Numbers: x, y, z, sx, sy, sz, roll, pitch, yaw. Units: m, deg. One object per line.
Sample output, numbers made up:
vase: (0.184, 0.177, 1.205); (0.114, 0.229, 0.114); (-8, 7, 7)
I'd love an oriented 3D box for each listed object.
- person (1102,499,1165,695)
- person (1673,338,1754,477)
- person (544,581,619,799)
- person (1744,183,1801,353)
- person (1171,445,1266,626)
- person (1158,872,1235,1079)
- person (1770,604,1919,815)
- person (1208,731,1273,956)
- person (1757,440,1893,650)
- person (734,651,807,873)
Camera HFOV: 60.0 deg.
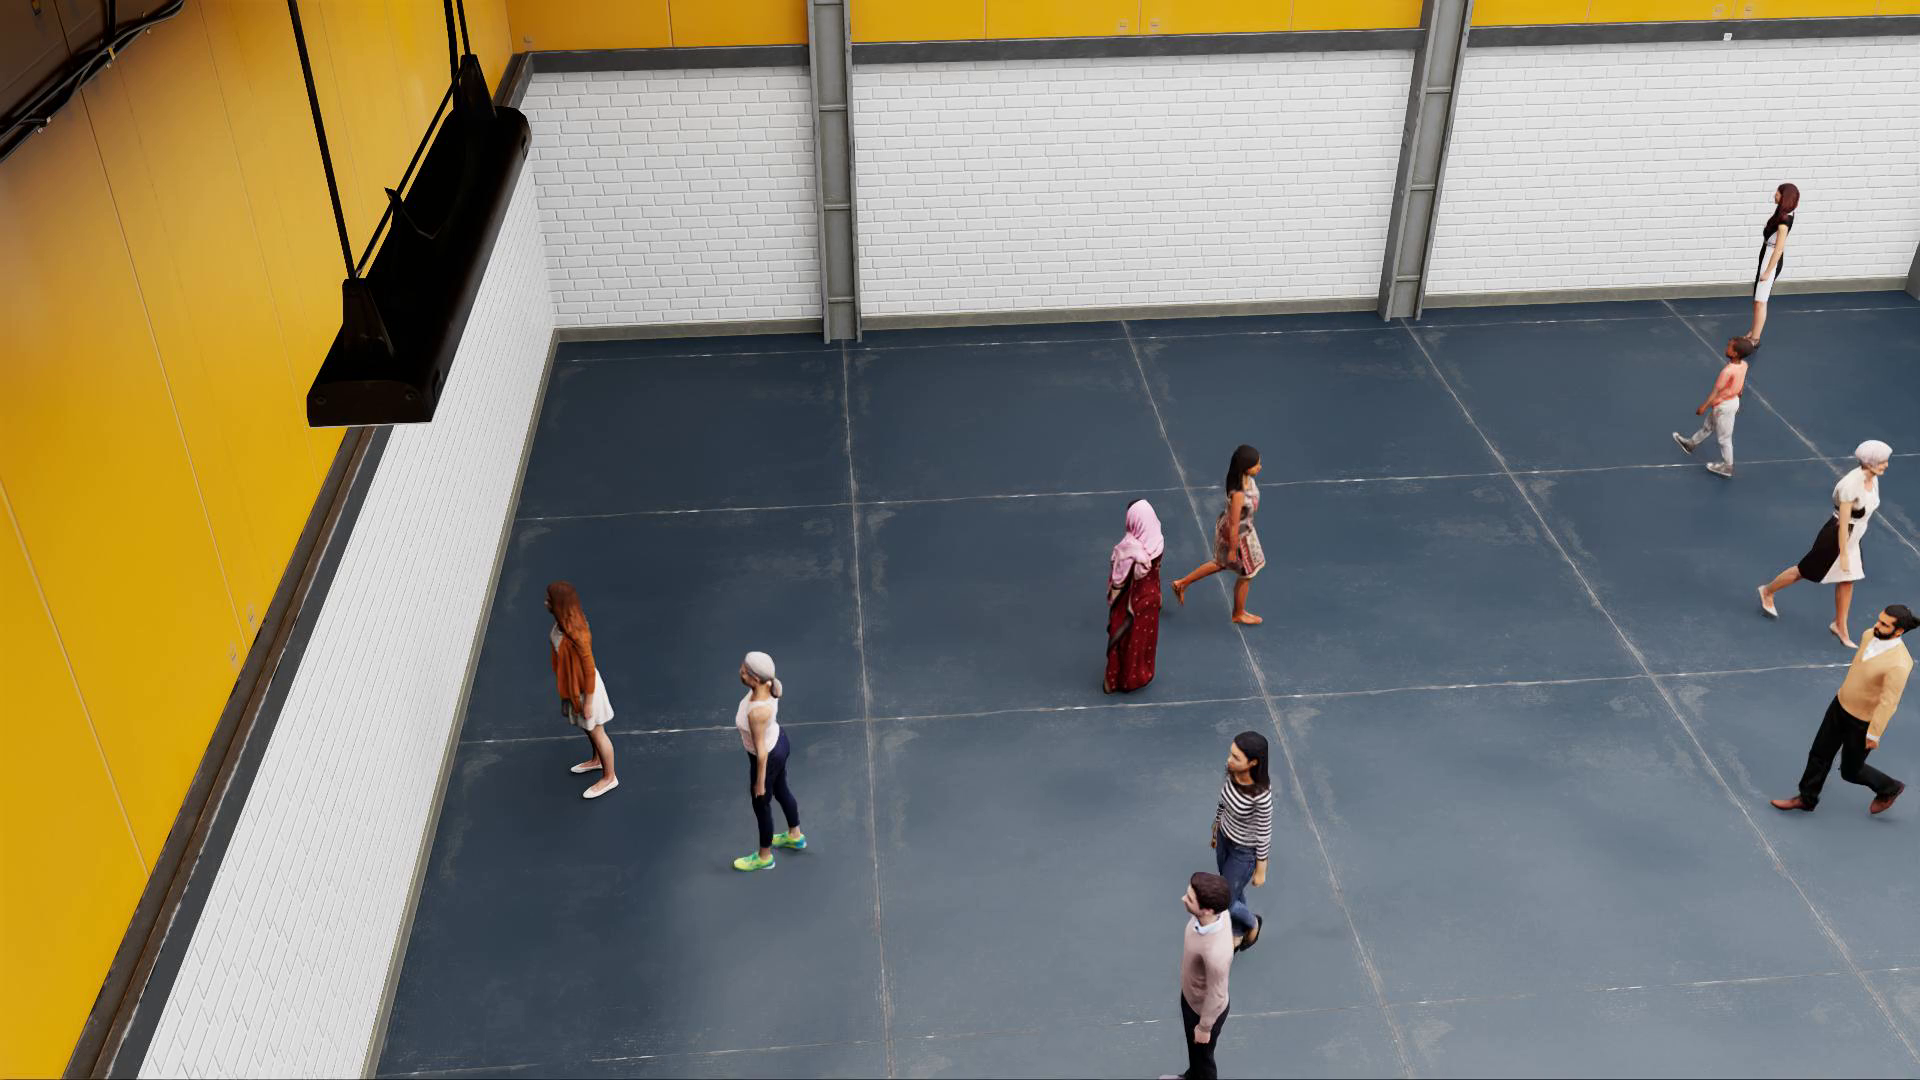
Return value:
person: (1.291, 0.414, 12.201); (0.728, 1.634, 0.824); (-25, 41, -32)
person: (6.922, -1.171, 14.908); (0.872, 1.278, 0.871); (-26, 41, -33)
person: (-2.552, 0.983, 11.267); (0.689, 1.720, 0.707); (-15, 37, -22)
person: (8.175, -2.749, 16.813); (0.664, 1.796, 0.661); (15, 36, 21)
person: (2.046, -0.036, 12.886); (1.027, 1.625, 0.767); (3, 34, 5)
person: (1.300, 2.472, 8.948); (0.548, 1.807, 0.642); (0, 34, 0)
person: (6.013, 1.159, 10.989); (1.031, 1.735, 0.695); (0, 34, 0)
person: (1.741, 1.839, 9.926); (0.758, 1.779, 0.713); (-14, 36, -21)
person: (6.630, -0.020, 12.783); (1.099, 1.713, 1.017); (-21, 39, -28)
person: (-1.198, 1.396, 10.660); (0.711, 1.704, 0.642); (1, 34, 2)
